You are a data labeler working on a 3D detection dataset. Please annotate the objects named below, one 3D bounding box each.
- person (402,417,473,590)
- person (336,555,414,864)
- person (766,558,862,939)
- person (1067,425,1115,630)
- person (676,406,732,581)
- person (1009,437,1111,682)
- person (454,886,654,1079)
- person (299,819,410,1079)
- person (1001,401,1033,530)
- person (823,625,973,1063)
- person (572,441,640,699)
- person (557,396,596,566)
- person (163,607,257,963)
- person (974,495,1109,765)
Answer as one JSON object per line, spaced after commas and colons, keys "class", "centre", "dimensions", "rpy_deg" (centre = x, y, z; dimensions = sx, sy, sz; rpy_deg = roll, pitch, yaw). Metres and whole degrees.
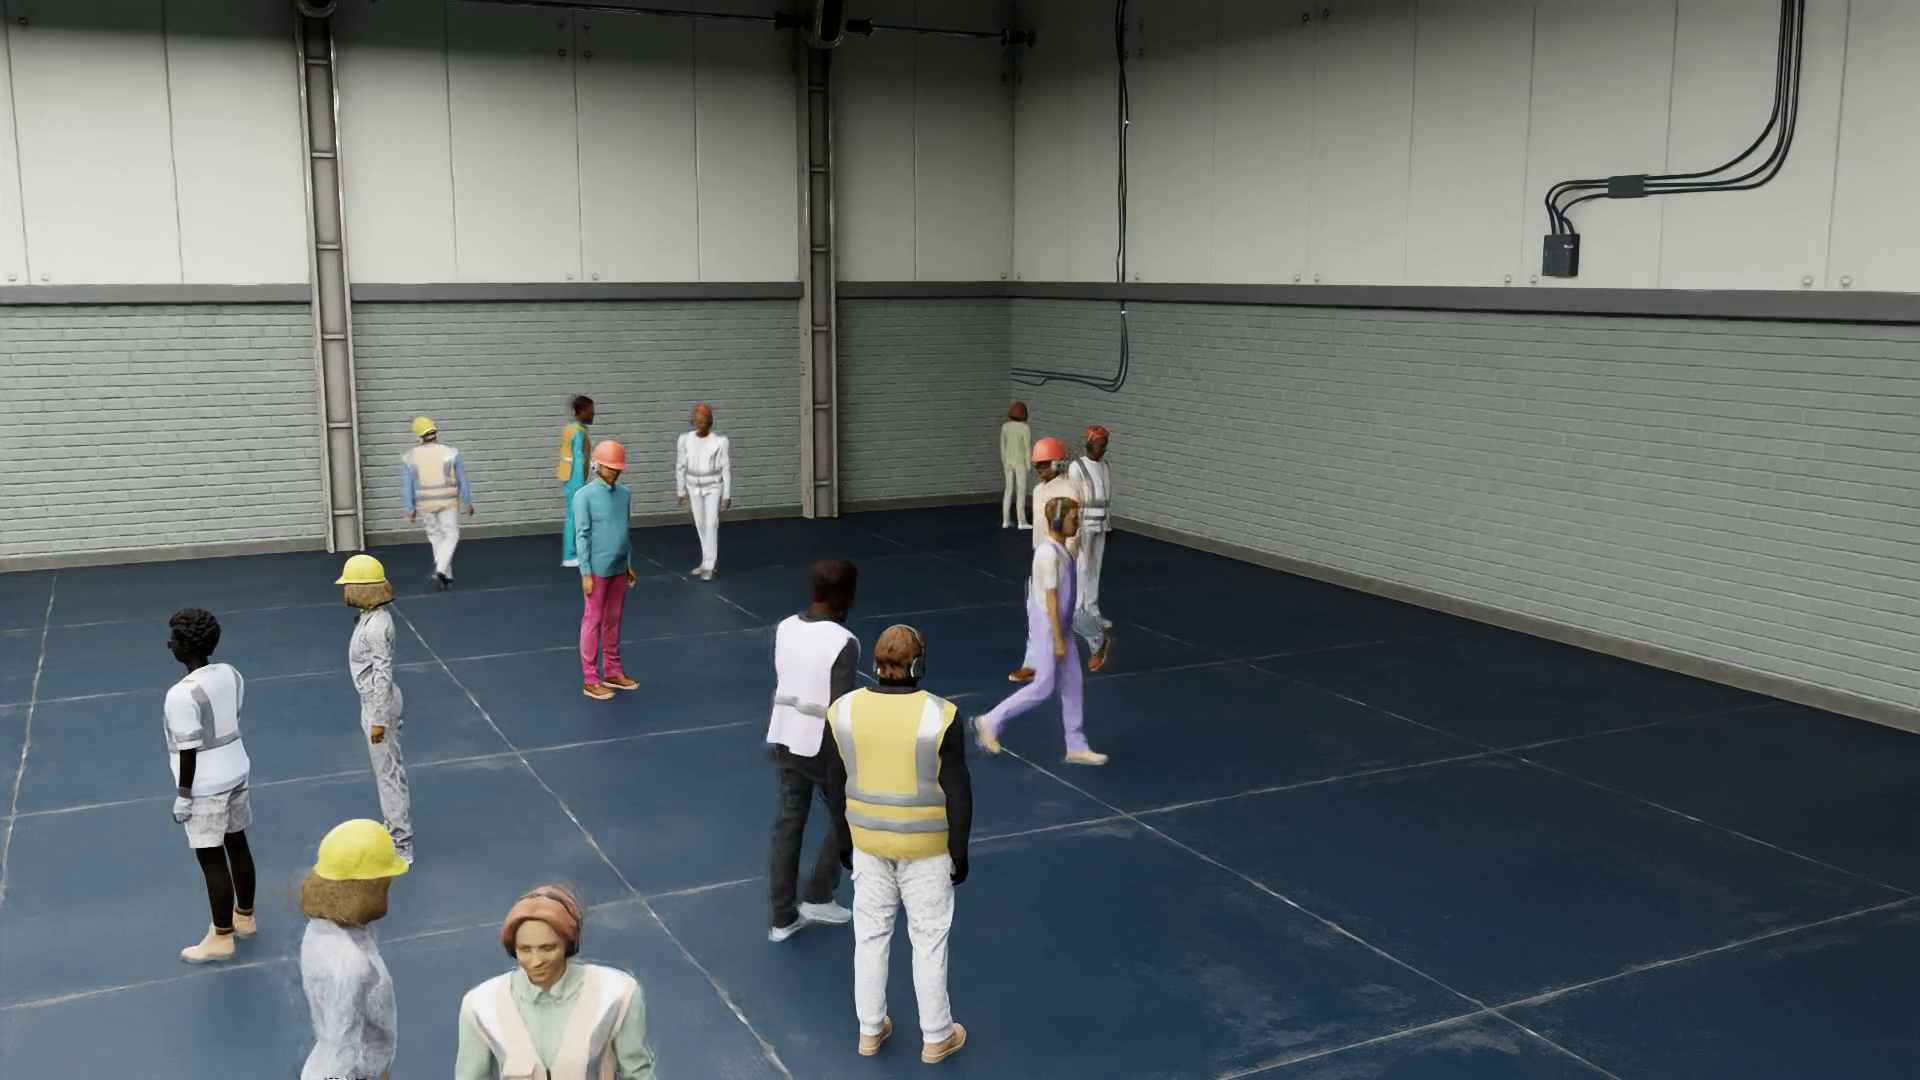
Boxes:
{"class": "person", "centre": [-5.362, -0.368, 17.076], "dimensions": [0.653, 1.788, 0.616], "rpy_deg": [-1, 9, -8]}
{"class": "person", "centre": [-3.220, 0.941, 9.146], "dimensions": [0.321, 1.743, 0.488], "rpy_deg": [-4, 10, -21]}
{"class": "person", "centre": [-0.709, 1.023, 8.195], "dimensions": [0.584, 1.880, 0.707], "rpy_deg": [-9, 13, -44]}
{"class": "person", "centre": [1.201, -0.106, 15.157], "dimensions": [0.353, 1.887, 0.573], "rpy_deg": [7, 12, 38]}
{"class": "person", "centre": [-2.730, -0.500, 17.755], "dimensions": [0.594, 1.852, 0.686], "rpy_deg": [3, 10, 16]}
{"class": "person", "centre": [0.809, 0.152, 13.339], "dimensions": [0.824, 1.969, 0.619], "rpy_deg": [-6, 11, -33]}
{"class": "person", "centre": [-1.108, 1.744, 4.551], "dimensions": [0.549, 1.616, 0.561], "rpy_deg": [-1, 9, -3]}
{"class": "person", "centre": [-1.810, 1.650, 4.961], "dimensions": [0.914, 1.693, 0.511], "rpy_deg": [-6, 11, -31]}
{"class": "person", "centre": [0.731, -0.948, 21.123], "dimensions": [0.268, 1.631, 0.507], "rpy_deg": [-9, 13, -44]}
{"class": "person", "centre": [-0.238, 1.257, 6.915], "dimensions": [0.623, 1.839, 0.429], "rpy_deg": [3, 10, 17]}
{"class": "person", "centre": [-2.719, 0.218, 12.860], "dimensions": [0.401, 1.984, 0.611], "rpy_deg": [5, 10, 27]}
{"class": "person", "centre": [-4.256, -0.646, 18.505], "dimensions": [0.485, 1.890, 0.608], "rpy_deg": [-3, 10, -18]}
{"class": "person", "centre": [-3.583, 1.160, 7.937], "dimensions": [0.322, 1.697, 0.535], "rpy_deg": [1, 9, 4]}
{"class": "person", "centre": [0.552, 0.601, 11.020], "dimensions": [0.825, 1.824, 0.516], "rpy_deg": [3, 10, 17]}
